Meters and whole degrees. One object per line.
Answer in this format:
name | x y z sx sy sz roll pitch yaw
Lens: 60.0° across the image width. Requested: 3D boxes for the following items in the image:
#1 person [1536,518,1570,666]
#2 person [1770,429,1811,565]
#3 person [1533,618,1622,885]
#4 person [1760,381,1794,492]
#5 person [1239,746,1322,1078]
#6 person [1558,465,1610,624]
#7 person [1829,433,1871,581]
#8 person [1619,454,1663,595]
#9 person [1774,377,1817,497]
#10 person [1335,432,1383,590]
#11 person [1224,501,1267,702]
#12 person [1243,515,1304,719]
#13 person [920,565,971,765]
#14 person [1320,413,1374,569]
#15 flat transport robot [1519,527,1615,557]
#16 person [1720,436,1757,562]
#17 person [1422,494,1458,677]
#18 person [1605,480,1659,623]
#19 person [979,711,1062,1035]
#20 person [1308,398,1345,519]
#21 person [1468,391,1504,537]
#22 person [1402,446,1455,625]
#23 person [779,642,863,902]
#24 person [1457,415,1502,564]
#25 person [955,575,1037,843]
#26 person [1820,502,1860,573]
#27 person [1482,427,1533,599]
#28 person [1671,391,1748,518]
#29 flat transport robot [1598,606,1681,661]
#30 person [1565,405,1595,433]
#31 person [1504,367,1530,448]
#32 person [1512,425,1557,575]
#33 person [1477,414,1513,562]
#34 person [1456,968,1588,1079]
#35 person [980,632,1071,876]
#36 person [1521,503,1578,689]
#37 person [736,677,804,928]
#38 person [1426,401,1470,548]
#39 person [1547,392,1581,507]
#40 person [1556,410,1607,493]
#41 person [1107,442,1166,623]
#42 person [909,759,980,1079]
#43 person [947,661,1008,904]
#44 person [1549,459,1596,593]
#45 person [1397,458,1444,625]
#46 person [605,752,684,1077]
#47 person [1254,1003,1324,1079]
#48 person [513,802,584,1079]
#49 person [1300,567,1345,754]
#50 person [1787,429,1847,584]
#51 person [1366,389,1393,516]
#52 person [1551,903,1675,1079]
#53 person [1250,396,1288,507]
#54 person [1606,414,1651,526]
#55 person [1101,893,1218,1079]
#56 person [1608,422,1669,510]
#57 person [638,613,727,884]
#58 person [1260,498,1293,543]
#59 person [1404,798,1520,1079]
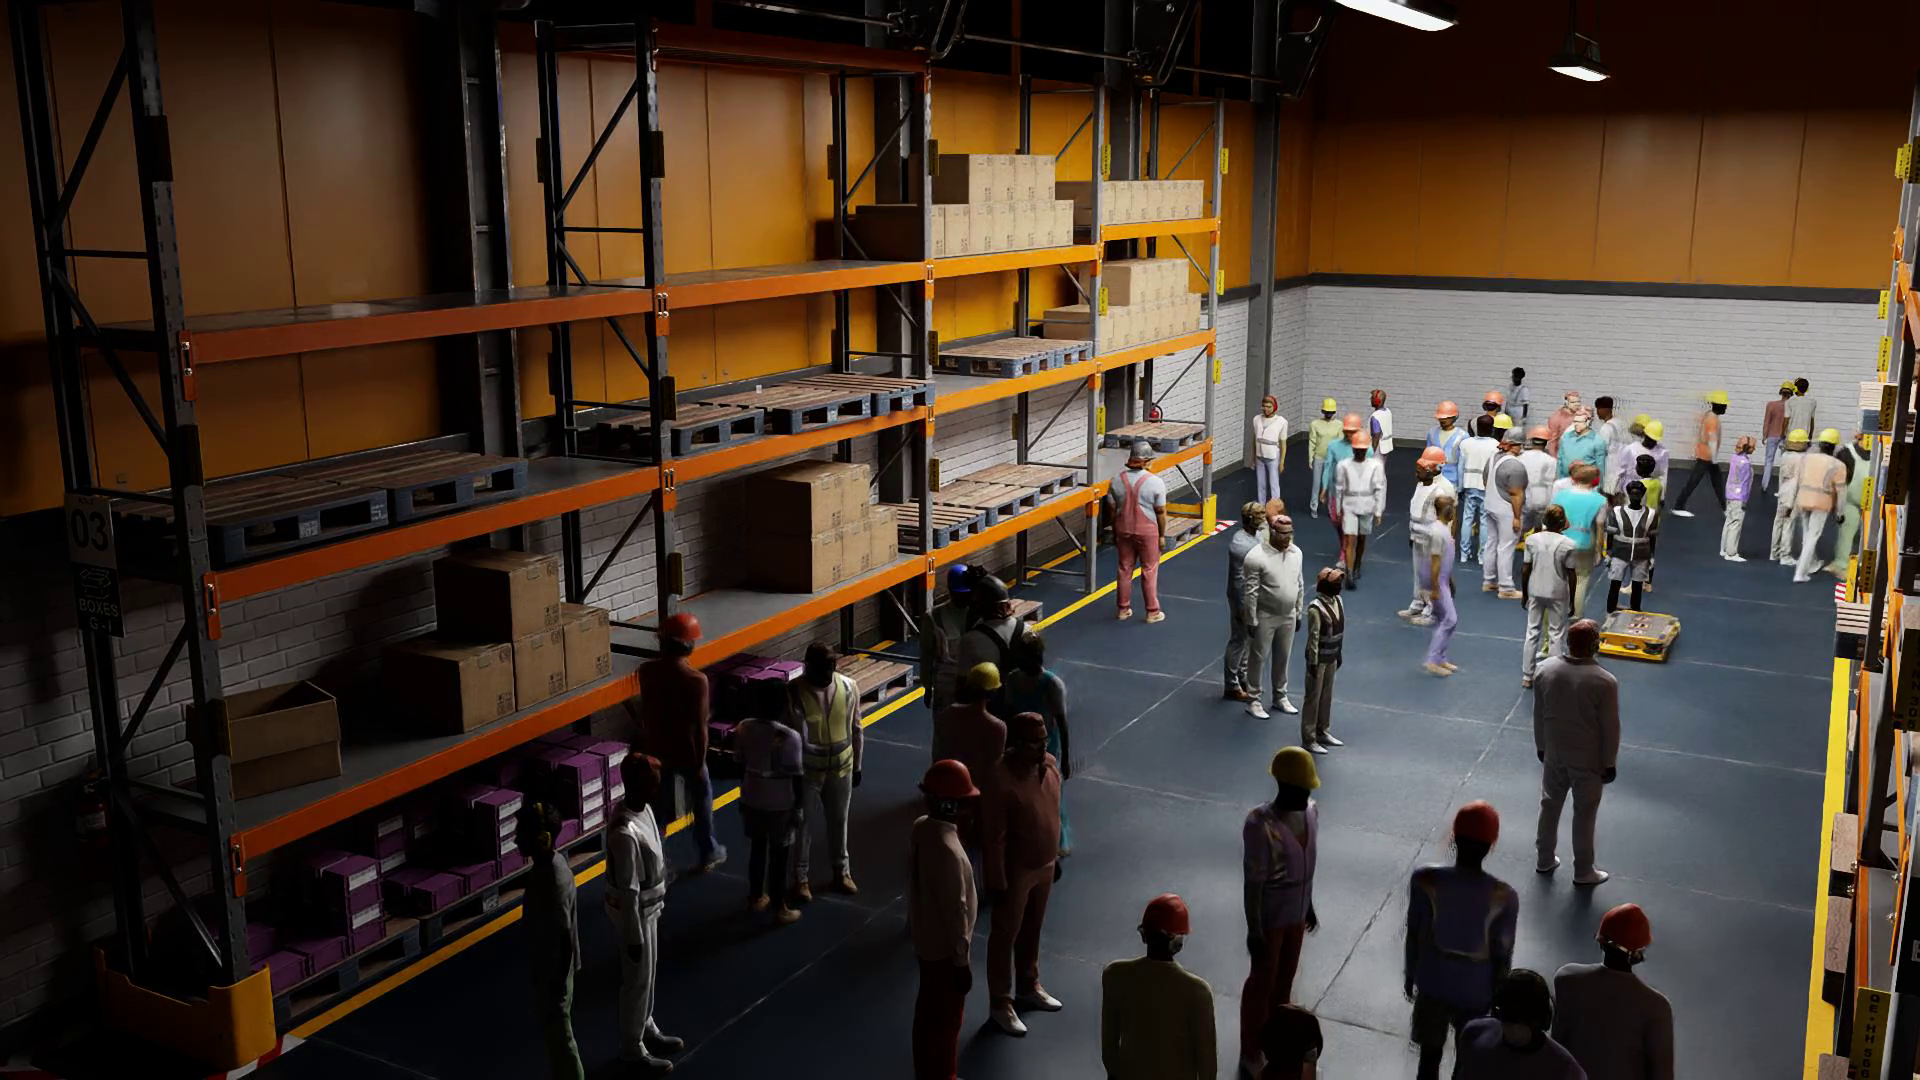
person | 6.007 0.477 16.893 0.268 1.630 0.507 1 13 4
person | 10.641 -0.556 21.271 0.294 1.744 0.487 0 13 -2
person | 4.360 1.486 11.758 0.411 1.909 0.643 -11 16 -39
person | 12.790 -1.596 25.909 0.532 1.754 0.340 6 14 26
person | 1.791 2.050 9.194 0.593 1.923 0.386 -12 17 -42
person | 6.761 0.085 18.260 0.599 1.810 0.683 12 17 43
person | 11.089 -0.558 20.605 0.691 2.000 0.810 -2 13 -7
person | 8.084 -0.179 19.710 0.530 1.689 0.321 -7 15 -30
person | 12.828 -1.558 25.505 0.506 1.861 0.329 0 13 -2
person | 4.833 -0.385 20.196 0.552 1.896 0.995 2 13 9
person | 2.721 0.572 15.813 0.368 1.932 0.622 6 14 23
person | 2.900 0.699 15.304 0.645 1.900 0.399 -6 14 -26
person | -0.005 1.139 13.219 0.618 1.946 0.394 -3 13 -15
person | 4.961 -0.661 21.240 0.628 1.973 0.794 7 14 27
flat transport robot | 8.126 0.012 22.050 1.431 0.197 0.652 7 14 28
person | 10.028 -0.534 21.428 0.317 1.631 0.524 2 13 7
person | 4.826 0.458 16.572 0.444 1.813 0.606 5 14 22
person | 7.281 0.182 18.072 0.540 1.695 0.317 3 13 15
person | 0.399 1.924 9.794 0.400 1.910 0.643 11 16 39
person | 5.286 -1.175 24.004 0.525 1.762 0.339 1 13 4
person | 7.211 -1.016 22.696 0.609 2.030 0.409 8 15 32
person | 5.219 -0.060 18.481 0.376 1.995 0.612 -5 13 -20
person | -0.961 1.586 11.487 0.629 1.837 0.430 -5 14 -23
person | 6.651 -0.649 21.290 0.594 1.917 0.373 11 16 40
person | 0.239 1.247 12.524 0.682 2.000 0.535 -7 14 -28
person | 11.189 -0.400 20.729 0.685 1.669 0.542 -1 13 -6
person | 6.483 -0.344 19.650 0.536 2.000 0.681 -3 13 -11
person | 10.864 -1.229 24.001 1.023 1.863 0.592 5 14 23
flat transport robot | 7.235 0.982 17.708 0.652 0.197 1.431 7 15 30
person | 8.339 -0.883 22.402 0.399 1.897 0.652 11 17 41
person | 9.510 -2.130 28.463 0.352 1.687 0.621 -3 13 -14
person | 7.068 -0.467 20.600 0.609 1.890 0.780 9 15 35
person | 6.866 -0.663 21.356 0.397 1.919 0.587 3 13 13
person | 2.190 2.611 6.646 0.359 1.939 0.635 -8 15 -32
person | 0.467 1.528 11.823 0.979 1.788 0.534 -12 17 -42
person | 5.682 0.555 16.063 0.519 1.844 0.331 9 15 35
person | -1.244 1.738 11.142 0.566 1.682 0.433 8 15 32
person | 6.307 -0.798 21.682 0.614 2.039 0.390 12 17 42
person | 8.676 -1.185 23.766 0.648 1.889 0.409 -3 13 -14
person | 8.071 -0.747 21.758 0.408 1.906 0.652 -11 17 -41
person | 2.013 -0.101 18.561 0.673 2.000 0.536 7 14 29
person | -0.077 2.112 8.760 0.379 1.994 0.611 -5 13 -20
person | 0.069 1.682 11.247 0.539 1.743 0.654 10 16 37
person | 7.327 -0.205 19.981 0.546 1.613 0.629 3 13 15
person | 5.158 -0.004 18.477 0.355 1.887 0.573 -2 13 -10
person | -1.773 2.068 9.226 0.373 1.879 0.588 -1 13 -3
person | 1.356 2.694 6.966 0.280 1.633 0.502 9 15 34
person | -2.114 2.227 8.524 0.328 1.872 0.514 -6 14 -26
person | 3.152 1.032 14.415 0.314 1.633 0.518 10 16 38
person | 10.550 -0.429 20.379 0.918 1.881 0.599 -8 15 -32
person | 6.104 -1.272 24.245 0.373 1.843 0.570 8 15 31
person | 2.977 2.490 7.607 0.563 1.752 0.324 12 17 43
person | 4.410 -1.148 23.718 0.394 1.836 0.560 -12 17 -42
person | 9.343 -0.952 23.213 0.483 1.669 0.930 -5 14 -23
person | 0.929 2.473 7.705 0.563 1.742 0.338 6 14 27
person | 8.668 -0.596 21.190 0.655 1.854 0.978 0 13 0
person | -1.967 1.459 11.778 0.632 1.952 0.884 5 13 20
person | 3.231 0.329 17.633 0.542 1.590 0.706 2 13 9
person | 2.494 2.251 8.356 0.536 1.904 0.864 4 13 18
